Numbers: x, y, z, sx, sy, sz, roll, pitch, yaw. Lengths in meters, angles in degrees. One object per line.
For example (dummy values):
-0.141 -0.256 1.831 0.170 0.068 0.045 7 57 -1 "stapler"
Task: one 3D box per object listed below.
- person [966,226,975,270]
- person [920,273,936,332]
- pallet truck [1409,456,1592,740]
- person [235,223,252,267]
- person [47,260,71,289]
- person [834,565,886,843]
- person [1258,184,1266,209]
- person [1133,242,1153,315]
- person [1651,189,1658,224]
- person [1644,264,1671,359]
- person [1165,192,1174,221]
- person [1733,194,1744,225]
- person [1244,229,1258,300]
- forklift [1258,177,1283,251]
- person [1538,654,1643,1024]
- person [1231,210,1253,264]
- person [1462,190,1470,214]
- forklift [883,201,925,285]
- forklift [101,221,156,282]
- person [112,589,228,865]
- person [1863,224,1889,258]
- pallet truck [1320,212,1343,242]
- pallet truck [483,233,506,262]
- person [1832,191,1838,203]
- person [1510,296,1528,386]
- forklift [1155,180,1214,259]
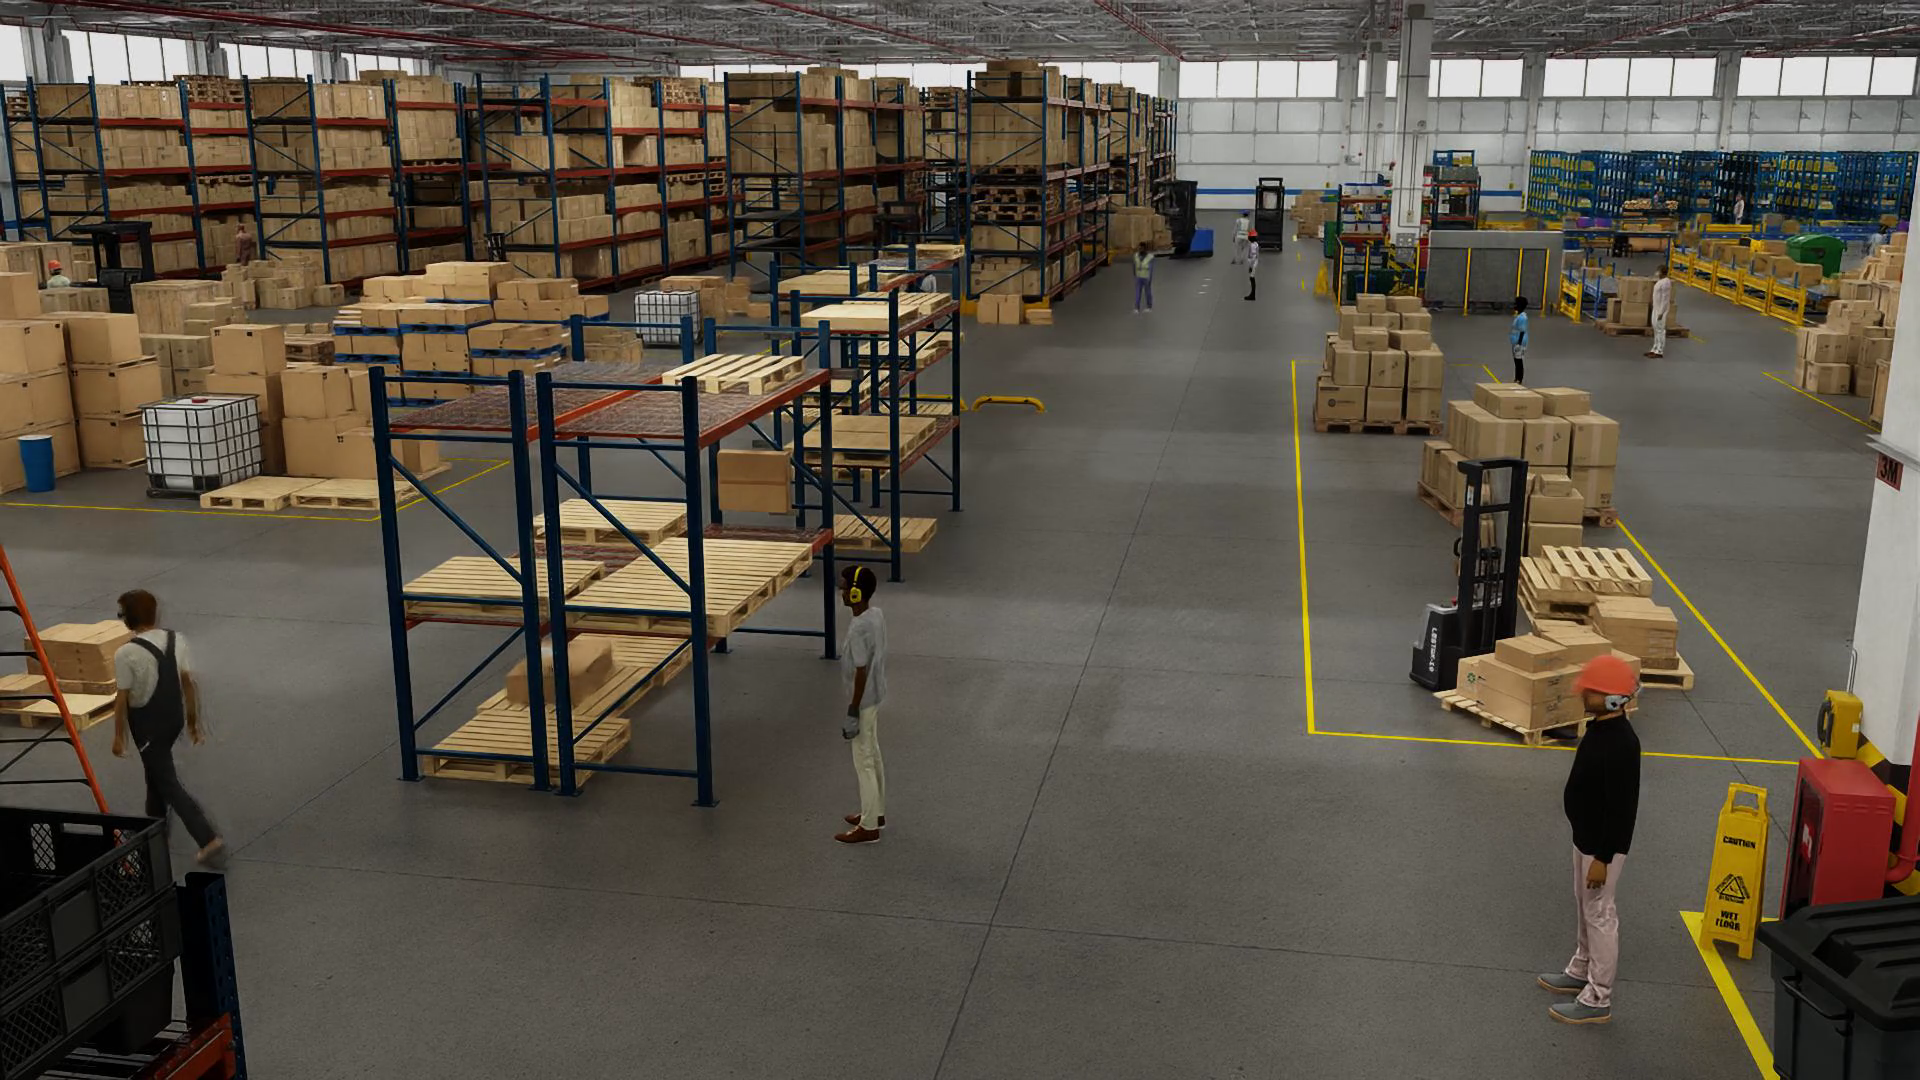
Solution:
0.358 -9.922 55.917 0.318 1.700 0.535 2 14 10 "person"
-0.683 -4.957 35.212 0.367 1.966 0.607 2 14 10 "person"
4.504 0.400 13.395 0.823 1.965 1.885 -6 15 -23 "pallet truck"
-21.412 -8.490 49.680 0.408 1.908 0.641 2 14 10 "person"
-18.642 -4.788 34.467 0.381 1.995 0.611 2 14 10 "person"
-0.656 1.074 10.925 0.328 1.872 0.514 2 14 10 "person"
15.653 -17.486 86.195 0.408 1.913 0.641 2 14 10 "person"
4.710 -6.715 42.630 0.592 1.849 1.025 7 16 28 "person"
33.691 -16.108 80.723 0.390 1.850 0.565 2 14 10 "person"
14.408 -4.709 34.261 0.372 1.940 0.630 2 14 10 "person"
9.655 -15.065 76.517 0.403 1.837 0.590 2 14 10 "person"
33.964 -14.143 72.632 0.408 1.908 0.641 2 14 10 "person"
8.075 -7.613 46.047 0.353 1.942 0.545 2 14 10 "person"
12.083 -12.747 64.956 1.129 2.768 1.873 3 14 10 "forklift"
3.332 1.552 8.719 0.375 1.997 0.611 2 14 10 "person"
9.950 -10.637 58.415 0.681 1.899 0.469 1 14 3 "person"
25.508 -16.813 83.880 0.891 1.711 0.569 -6 15 -24 "person"
-1.498 -7.402 43.257 1.129 2.768 1.873 3 14 10 "forklift"
-16.772 -5.071 33.793 1.129 2.768 1.873 3 14 10 "forklift"
-5.079 1.189 10.608 0.912 1.805 0.506 5 15 18 "person"
27.811 -8.689 50.653 0.688 1.829 0.432 -2 14 -9 "person"
15.874 -13.227 70.310 0.680 1.201 1.601 10 17 35 "pallet truck"
-11.832 -7.026 43.548 1.885 1.965 0.823 8 16 28 "pallet truck"
46.391 -18.037 88.640 0.704 1.805 0.619 -1 14 -3 "person"
10.099 -3.559 30.090 0.318 1.697 0.535 2 14 10 "person"
8.260 -11.711 60.749 1.873 2.768 1.129 -7 15 -26 "forklift"
